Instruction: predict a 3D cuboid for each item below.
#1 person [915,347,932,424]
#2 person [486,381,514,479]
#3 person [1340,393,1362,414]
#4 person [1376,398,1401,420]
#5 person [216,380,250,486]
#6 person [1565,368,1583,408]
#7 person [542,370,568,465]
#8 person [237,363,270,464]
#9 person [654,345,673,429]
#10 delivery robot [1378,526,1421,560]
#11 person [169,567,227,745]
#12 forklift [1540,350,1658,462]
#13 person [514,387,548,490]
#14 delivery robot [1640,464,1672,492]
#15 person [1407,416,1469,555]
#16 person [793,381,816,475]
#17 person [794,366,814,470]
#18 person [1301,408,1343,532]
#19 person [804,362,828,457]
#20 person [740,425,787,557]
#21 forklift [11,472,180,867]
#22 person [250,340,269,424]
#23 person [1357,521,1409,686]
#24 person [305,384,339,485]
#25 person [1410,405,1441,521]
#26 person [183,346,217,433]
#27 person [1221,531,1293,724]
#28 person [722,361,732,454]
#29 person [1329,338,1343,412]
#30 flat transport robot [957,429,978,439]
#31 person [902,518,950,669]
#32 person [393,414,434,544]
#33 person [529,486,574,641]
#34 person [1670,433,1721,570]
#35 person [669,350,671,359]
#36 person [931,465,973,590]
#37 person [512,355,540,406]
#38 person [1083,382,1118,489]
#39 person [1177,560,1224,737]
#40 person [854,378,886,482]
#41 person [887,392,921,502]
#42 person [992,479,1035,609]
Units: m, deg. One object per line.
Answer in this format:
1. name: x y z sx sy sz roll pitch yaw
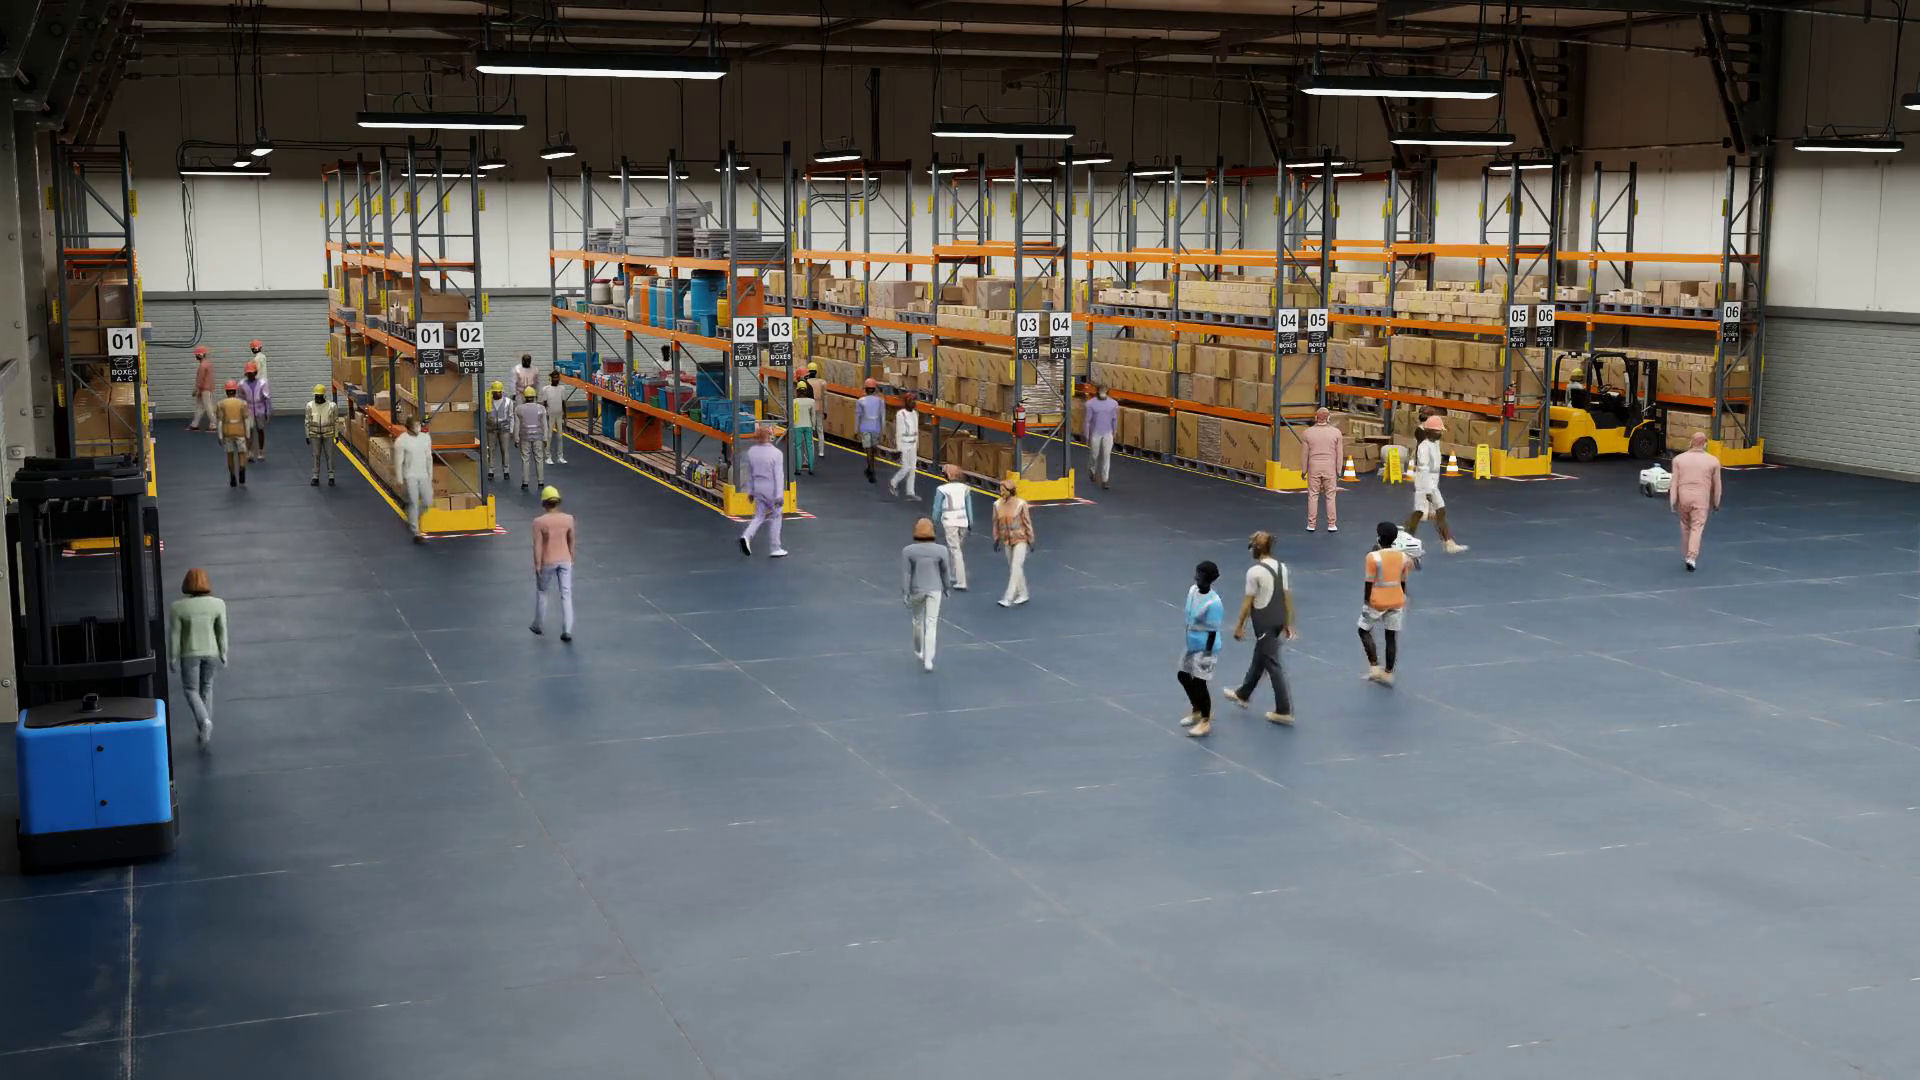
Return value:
1. person: -0.909 -3.509 48.446 0.593 1.892 0.851 -7 11 -38
2. person: -8.557 -2.034 38.795 0.589 1.822 0.403 -1 9 -9
3. person: 9.004 -3.442 48.093 0.552 1.849 0.439 -5 10 -29
4. person: 9.390 -3.110 45.931 0.621 1.837 0.429 -3 9 -17
5. person: -13.093 -1.924 37.727 0.561 1.923 0.505 -4 9 -24
6. person: 12.773 -2.696 43.484 0.318 1.738 0.497 -3 9 -22
7. person: -7.971 -2.419 41.242 0.507 1.861 0.317 -6 10 -35
8. person: -14.034 -2.539 41.657 0.617 1.993 1.045 -3 9 -17
9. person: -6.757 -3.541 48.407 0.639 1.948 0.420 -4 9 -25
10. delivery robot: 6.068 0.056 28.897 0.477 0.478 0.707 -3 9 -16
11. person: -6.862 1.050 18.922 0.509 1.610 0.629 -6 10 -35
12. forklift: 12.897 -2.725 42.309 2.313 2.155 1.214 -3 9 -21
13. person: -7.652 -1.820 37.336 0.600 1.829 0.404 -3 9 -19
14. delivery robot: 12.146 -1.085 36.503 0.477 0.478 0.707 -1 8 -5
15. person: 6.747 -0.750 29.646 0.992 1.997 0.638 5 10 32
16. person: -2.981 -2.114 39.518 0.533 1.767 0.326 -4 9 -24
17. person: -2.998 -2.347 40.313 0.400 1.989 0.623 1 9 7
18. person: 5.552 -1.078 32.135 0.639 1.910 0.407 2 9 10
19. person: -2.981 -2.635 42.452 0.591 1.925 0.385 -3 9 -20
20. person: -2.759 -0.677 29.539 0.650 1.887 0.709 6 11 36
21. forklift: -6.630 0.886 15.957 1.129 2.768 1.873 -3 9 -21
22. person: -16.615 -3.747 49.639 0.379 1.996 0.611 0 9 -3
23. person: 4.313 0.647 21.362 0.560 1.682 0.406 -4 9 -24
24. person: -11.558 -1.909 37.935 0.600 1.827 0.404 -1 9 -9
25. person: 7.414 -1.233 33.391 0.429 1.841 0.634 8 11 42
26. person: -17.278 -3.399 47.431 0.822 1.966 0.620 -3 9 -17
27. person: 2.813 0.810 19.910 0.944 1.796 0.503 8 12 42
28. person: -4.899 -2.766 43.386 0.557 1.896 0.893 -2 9 -14
29. person: 9.202 -3.977 51.377 0.545 1.935 0.369 -2 9 -14
30. flat transport robot: -0.381 -2.281 45.729 1.431 0.197 0.652 -2 9 -14
31. person: -0.365 0.558 22.298 0.509 1.583 0.877 0 9 0
32. person: -8.064 -0.911 30.962 0.472 1.927 0.651 7 11 40
33. person: -4.644 0.256 23.839 0.539 1.734 0.850 -5 10 -31
34. person: 10.088 -0.541 28.754 0.652 1.859 0.992 4 10 27
35. person: -7.026 -3.909 51.939 0.537 1.630 0.514 1 9 6
36. person: -0.119 -0.179 27.179 0.519 1.591 0.838 -7 11 -37
37. person: -9.778 -3.275 47.187 0.643 1.787 0.975 -3 9 -20
38. person: 2.519 -1.912 37.709 0.636 1.915 0.833 -1 9 -8
39. person: 2.212 0.983 19.207 0.320 1.656 0.606 -3 9 -22
40. person: -1.672 -2.037 38.618 0.561 1.884 0.980 -3 9 -17
41. person: -0.927 -1.596 35.720 0.543 1.870 0.595 6 10 34
42. person: 0.626 0.041 25.758 0.536 1.579 0.820 7 11 38
